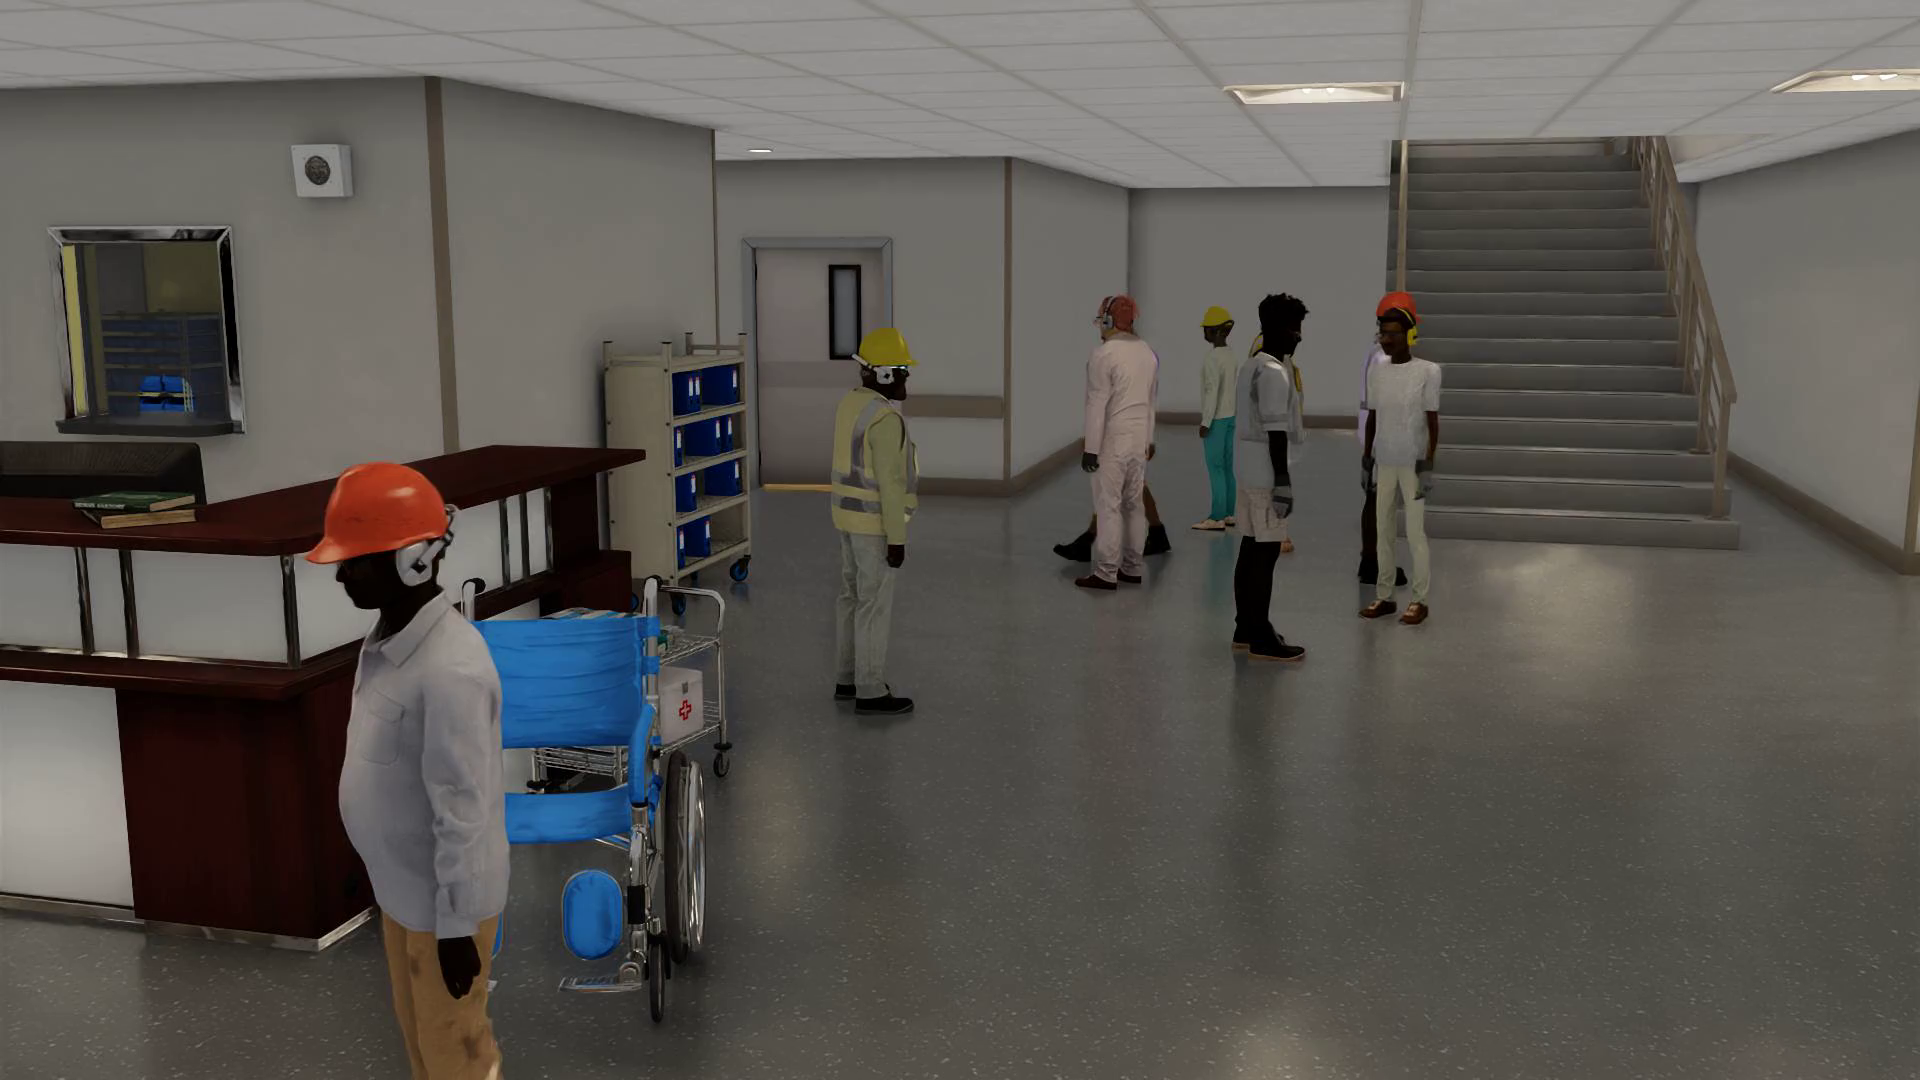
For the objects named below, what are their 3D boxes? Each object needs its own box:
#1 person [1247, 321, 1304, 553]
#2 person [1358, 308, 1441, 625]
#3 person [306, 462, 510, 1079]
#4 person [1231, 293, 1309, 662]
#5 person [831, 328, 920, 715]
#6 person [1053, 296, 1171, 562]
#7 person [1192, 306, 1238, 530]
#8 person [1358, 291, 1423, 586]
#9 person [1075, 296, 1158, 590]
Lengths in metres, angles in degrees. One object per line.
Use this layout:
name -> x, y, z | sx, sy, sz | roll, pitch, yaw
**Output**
person -> 2.306, -0.838, 12.238 | 0.429, 1.844, 0.625 | 2, 10, 9
person -> 2.582, -0.436, 9.822 | 0.336, 1.859, 0.521 | -9, 13, -43
person -> -1.129, 0.701, 3.457 | 0.353, 1.743, 0.564 | -6, 11, -32
person -> 1.656, -0.337, 8.931 | 0.374, 1.960, 0.600 | -1, 10, -6
person -> -0.395, -0.088, 7.890 | 0.413, 1.824, 0.597 | -4, 10, -22
person -> 1.115, -0.788, 11.830 | 1.009, 1.881, 0.567 | -5, 11, -25
person -> 2.022, -0.960, 13.171 | 0.316, 1.767, 0.535 | 6, 11, 30
person -> 2.823, -0.666, 10.976 | 0.383, 1.929, 0.546 | 2, 10, 10
person -> 1.011, -0.631, 10.862 | 0.399, 1.901, 0.648 | 8, 13, 40
